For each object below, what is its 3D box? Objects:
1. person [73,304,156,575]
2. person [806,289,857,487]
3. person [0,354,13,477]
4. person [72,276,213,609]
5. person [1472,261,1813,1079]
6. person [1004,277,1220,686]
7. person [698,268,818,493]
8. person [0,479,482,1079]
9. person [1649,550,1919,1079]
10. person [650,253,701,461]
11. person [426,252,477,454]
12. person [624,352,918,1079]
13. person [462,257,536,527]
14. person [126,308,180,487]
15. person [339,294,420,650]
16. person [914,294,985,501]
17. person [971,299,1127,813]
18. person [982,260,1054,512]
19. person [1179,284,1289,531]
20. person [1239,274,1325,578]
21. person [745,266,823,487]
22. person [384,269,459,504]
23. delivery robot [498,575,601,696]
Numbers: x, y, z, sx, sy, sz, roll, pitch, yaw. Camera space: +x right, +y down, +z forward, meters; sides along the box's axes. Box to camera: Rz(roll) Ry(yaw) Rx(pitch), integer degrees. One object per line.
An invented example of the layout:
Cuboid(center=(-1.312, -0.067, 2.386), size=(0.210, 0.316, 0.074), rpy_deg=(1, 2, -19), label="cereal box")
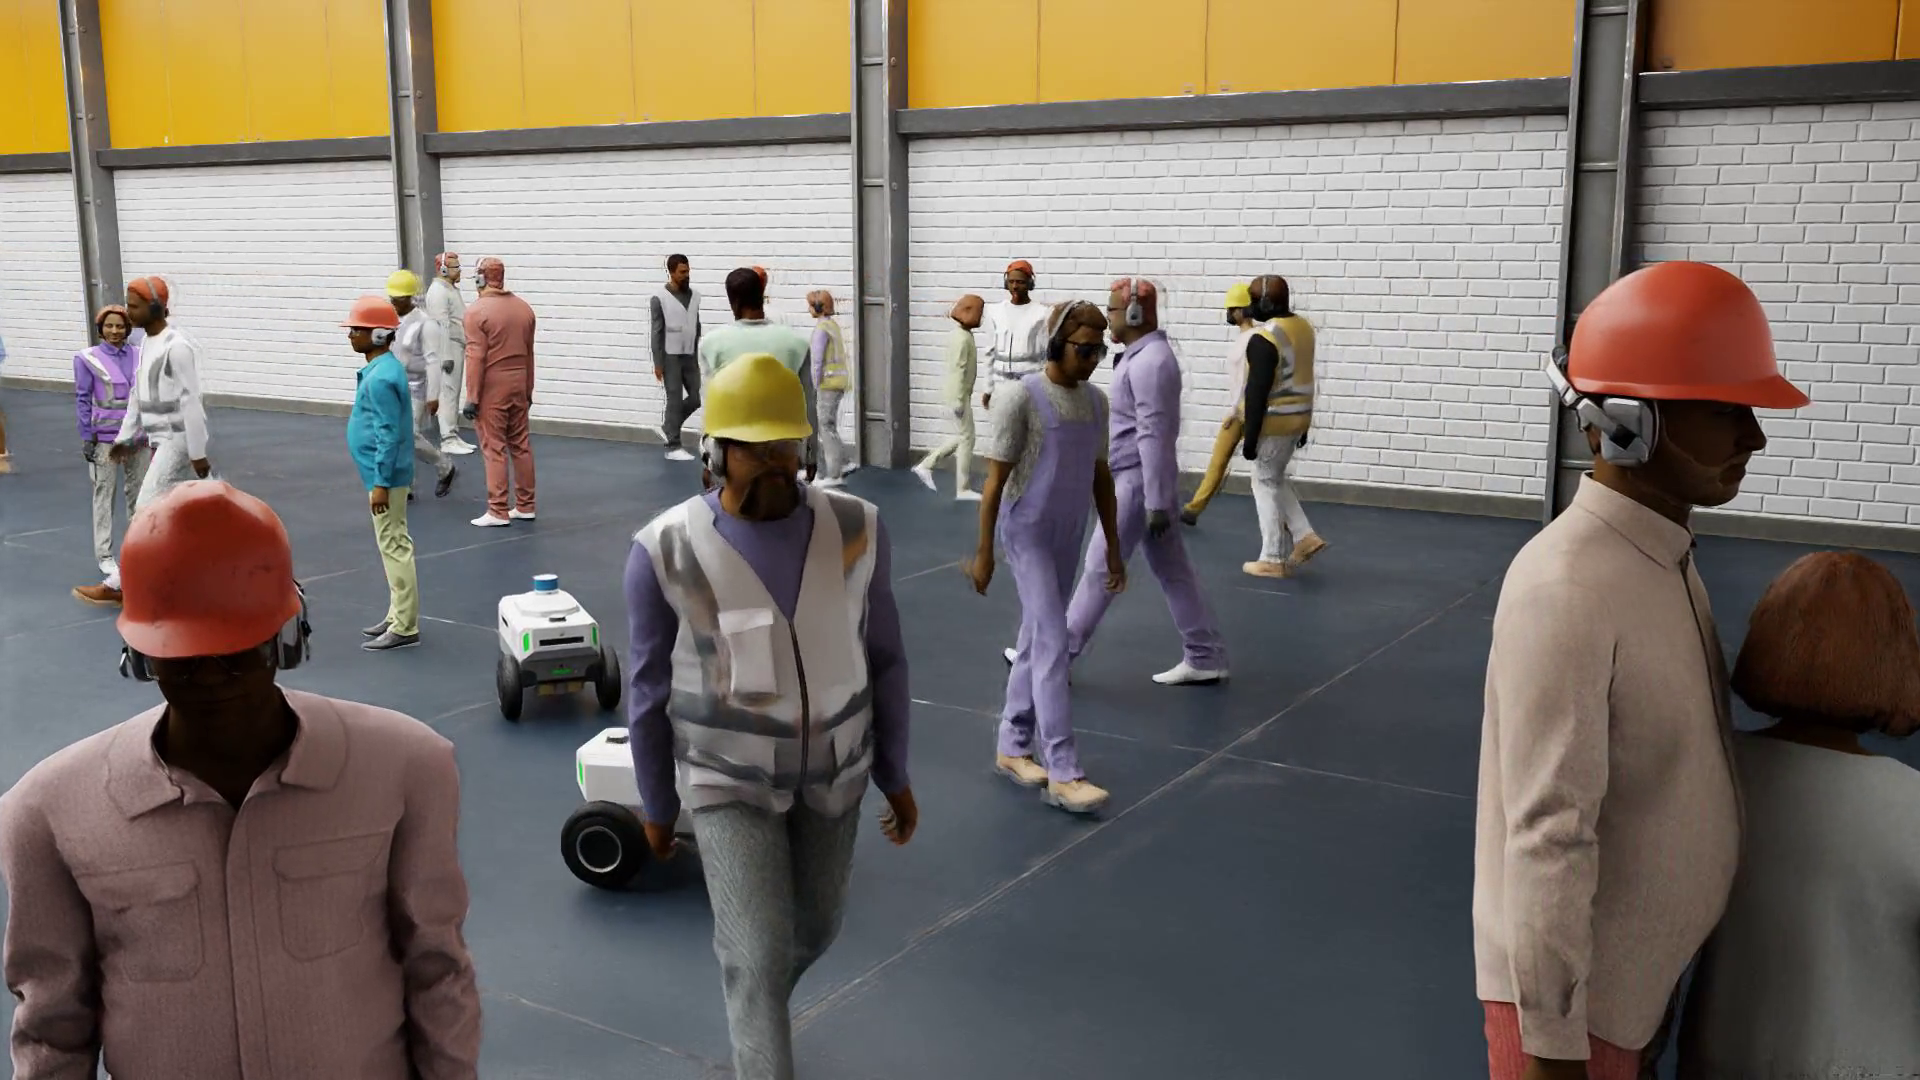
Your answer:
Cuboid(center=(-5.115, -0.614, 10.151), size=(0.310, 1.636, 0.523), rpy_deg=(6, 12, 32), label="person")
Cuboid(center=(-1.085, -1.238, 13.648), size=(0.350, 1.621, 0.553), rpy_deg=(1, 10, 6), label="person")
Cuboid(center=(-8.405, -1.524, 14.133), size=(0.501, 2.012, 0.645), rpy_deg=(-6, 12, -32), label="person")
Cuboid(center=(-4.432, -0.546, 9.278), size=(1.022, 1.824, 0.569), rpy_deg=(-7, 12, -34), label="person")
Cuboid(center=(0.923, 0.611, 2.373), size=(0.396, 1.992, 0.623), rpy_deg=(6, 12, 32), label="person")
Cuboid(center=(0.732, -0.241, 7.481), size=(1.004, 1.851, 0.676), rpy_deg=(2, 10, 9), label="person")
Cuboid(center=(-1.059, -0.468, 8.682), size=(0.625, 1.866, 0.954), rpy_deg=(-3, 11, -15), label="person")
Cuboid(center=(-0.895, 0.781, 2.138), size=(0.557, 1.743, 0.360), rpy_deg=(-4, 11, -21), label="person")
Cuboid(center=(1.207, 0.812, 2.378), size=(0.613, 1.623, 0.508), rpy_deg=(-7, 13, -35), label="person")
Cuboid(center=(-2.612, -1.681, 15.320), size=(0.467, 1.900, 0.630), rpy_deg=(7, 12, 34), label="person")
Cuboid(center=(-4.828, -1.772, 15.825), size=(0.409, 1.907, 0.648), rpy_deg=(-2, 10, -10), label="person")
Cuboid(center=(-0.422, 0.481, 3.639), size=(0.590, 1.807, 0.860), rpy_deg=(-5, 11, -25), label="person")
Cuboid(center=(-3.292, -1.046, 11.805), size=(0.402, 1.904, 0.652), rpy_deg=(5, 12, 27), label="person")
Cuboid(center=(-6.581, -1.243, 13.711), size=(0.644, 1.604, 0.391), rpy_deg=(4, 11, 19), label="person")
Cuboid(center=(-2.876, -0.337, 8.282), size=(0.320, 1.755, 0.570), rpy_deg=(-3, 11, -17), label="person")
Cuboid(center=(-0.059, -1.100, 12.909), size=(0.509, 1.609, 0.531), rpy_deg=(0, 10, 1), label="person")
Cuboid(center=(0.391, 0.049, 5.968), size=(0.523, 1.812, 0.749), rpy_deg=(-10, 14, -43), label="person")
Cuboid(center=(0.445, -1.126, 12.331), size=(0.581, 1.879, 0.344), rpy_deg=(6, 12, 28), label="person")
Cuboid(center=(1.909, -0.899, 11.519), size=(0.937, 1.714, 0.537), rpy_deg=(-1, 10, -7), label="person")
Cuboid(center=(1.872, -0.666, 9.930), size=(0.434, 1.822, 0.642), rpy_deg=(8, 13, 36), label="person")
Cuboid(center=(-1.387, -1.060, 12.071), size=(0.925, 1.850, 0.582), rpy_deg=(4, 11, 20), label="person")
Cuboid(center=(-4.173, -1.153, 12.670), size=(0.635, 1.805, 0.500), rpy_deg=(8, 13, 36), label="person")
Cuboid(center=(-1.808, 0.396, 7.295), size=(0.477, 0.478, 0.707), rpy_deg=(-4, 11, -23), label="delivery robot")
